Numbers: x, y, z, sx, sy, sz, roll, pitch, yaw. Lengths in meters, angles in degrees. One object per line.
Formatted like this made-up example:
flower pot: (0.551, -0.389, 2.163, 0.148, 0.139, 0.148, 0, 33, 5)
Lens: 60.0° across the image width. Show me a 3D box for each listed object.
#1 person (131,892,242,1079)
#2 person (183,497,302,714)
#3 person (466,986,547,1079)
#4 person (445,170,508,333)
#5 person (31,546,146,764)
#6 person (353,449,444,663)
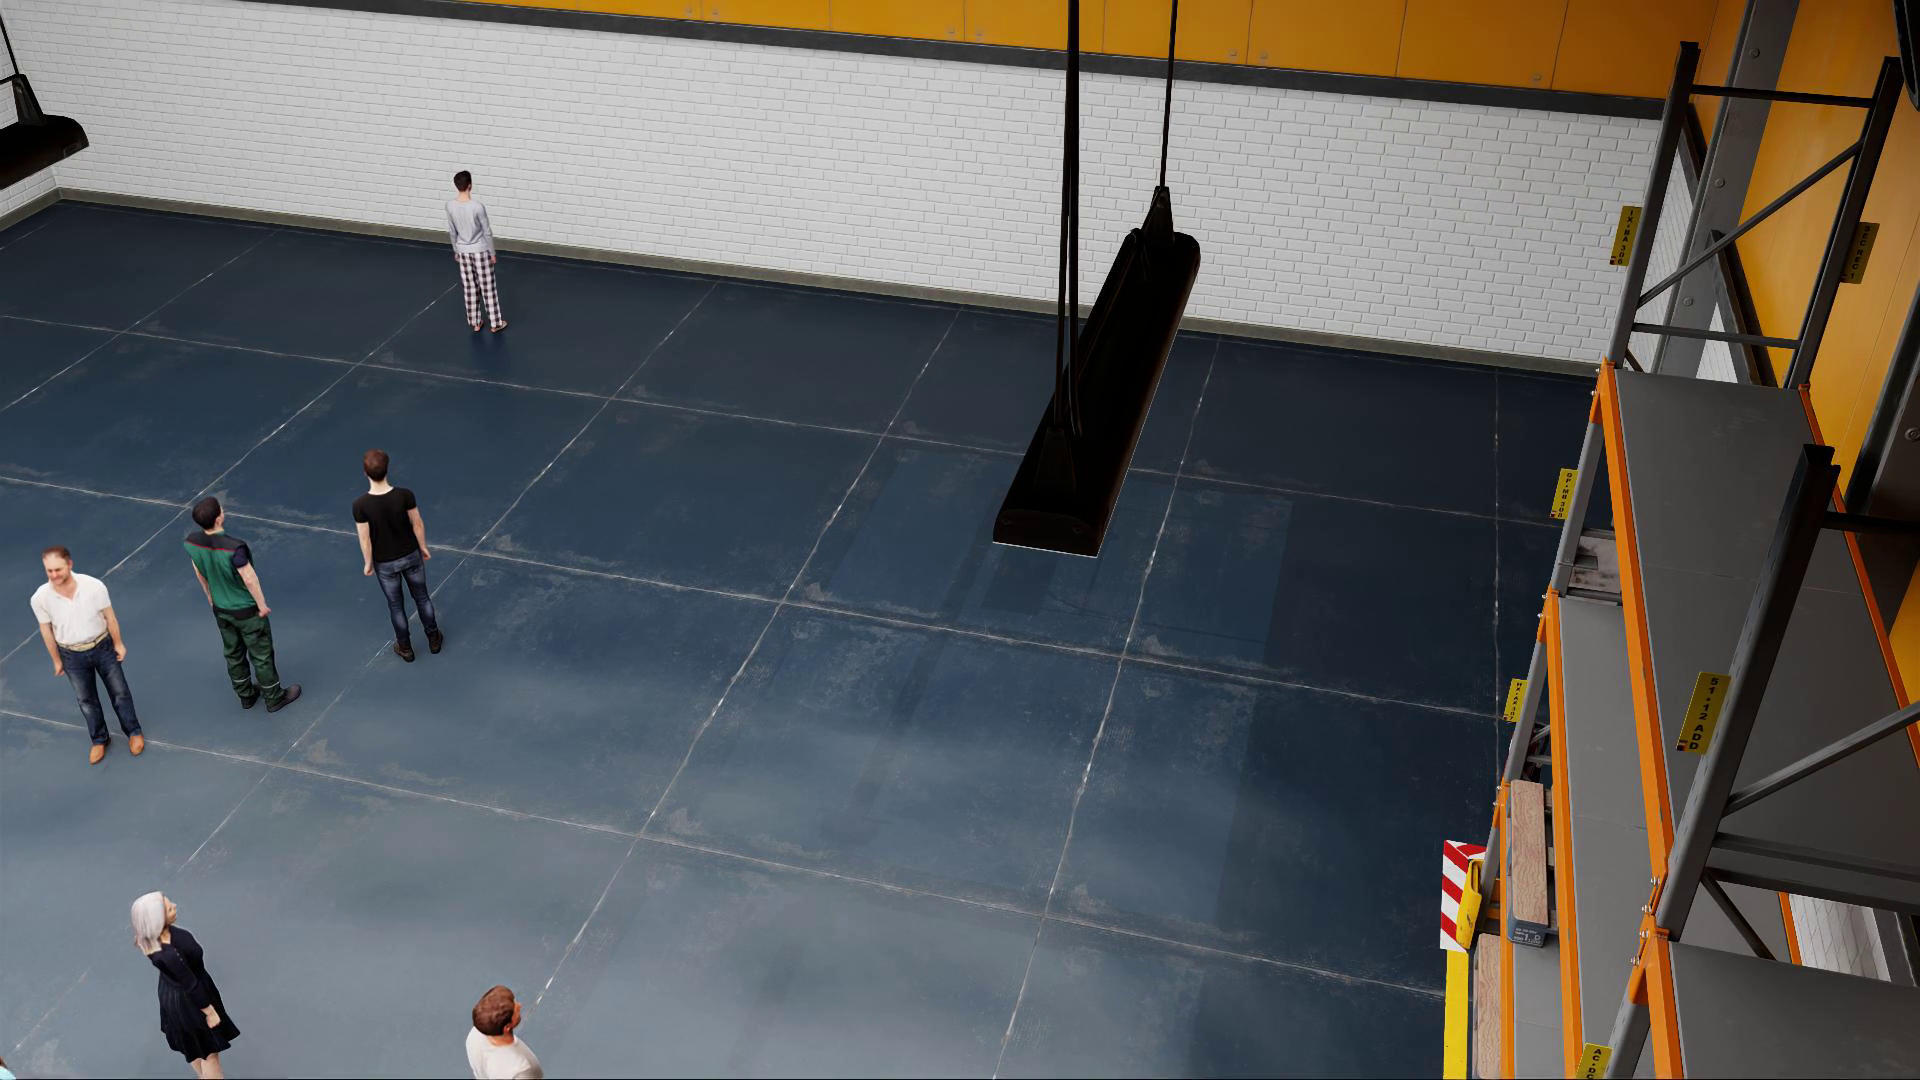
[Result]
person: (-4.458, 2.683, 9.638, 0.689, 1.747, 0.708, 27, 42, 34)
person: (-5.563, 0.494, 12.791, 0.661, 1.901, 0.559, 9, 35, 14)
person: (-2.348, 3.090, 8.883, 0.742, 1.906, 0.733, 25, 41, 33)
person: (-5.367, -3.179, 18.367, 0.654, 1.847, 0.569, 4, 34, 7)
person: (-6.480, 0.801, 12.372, 0.750, 1.855, 0.767, -11, 35, -16)
person: (-4.514, 0.132, 13.341, 0.757, 1.896, 0.808, -16, 37, -23)
